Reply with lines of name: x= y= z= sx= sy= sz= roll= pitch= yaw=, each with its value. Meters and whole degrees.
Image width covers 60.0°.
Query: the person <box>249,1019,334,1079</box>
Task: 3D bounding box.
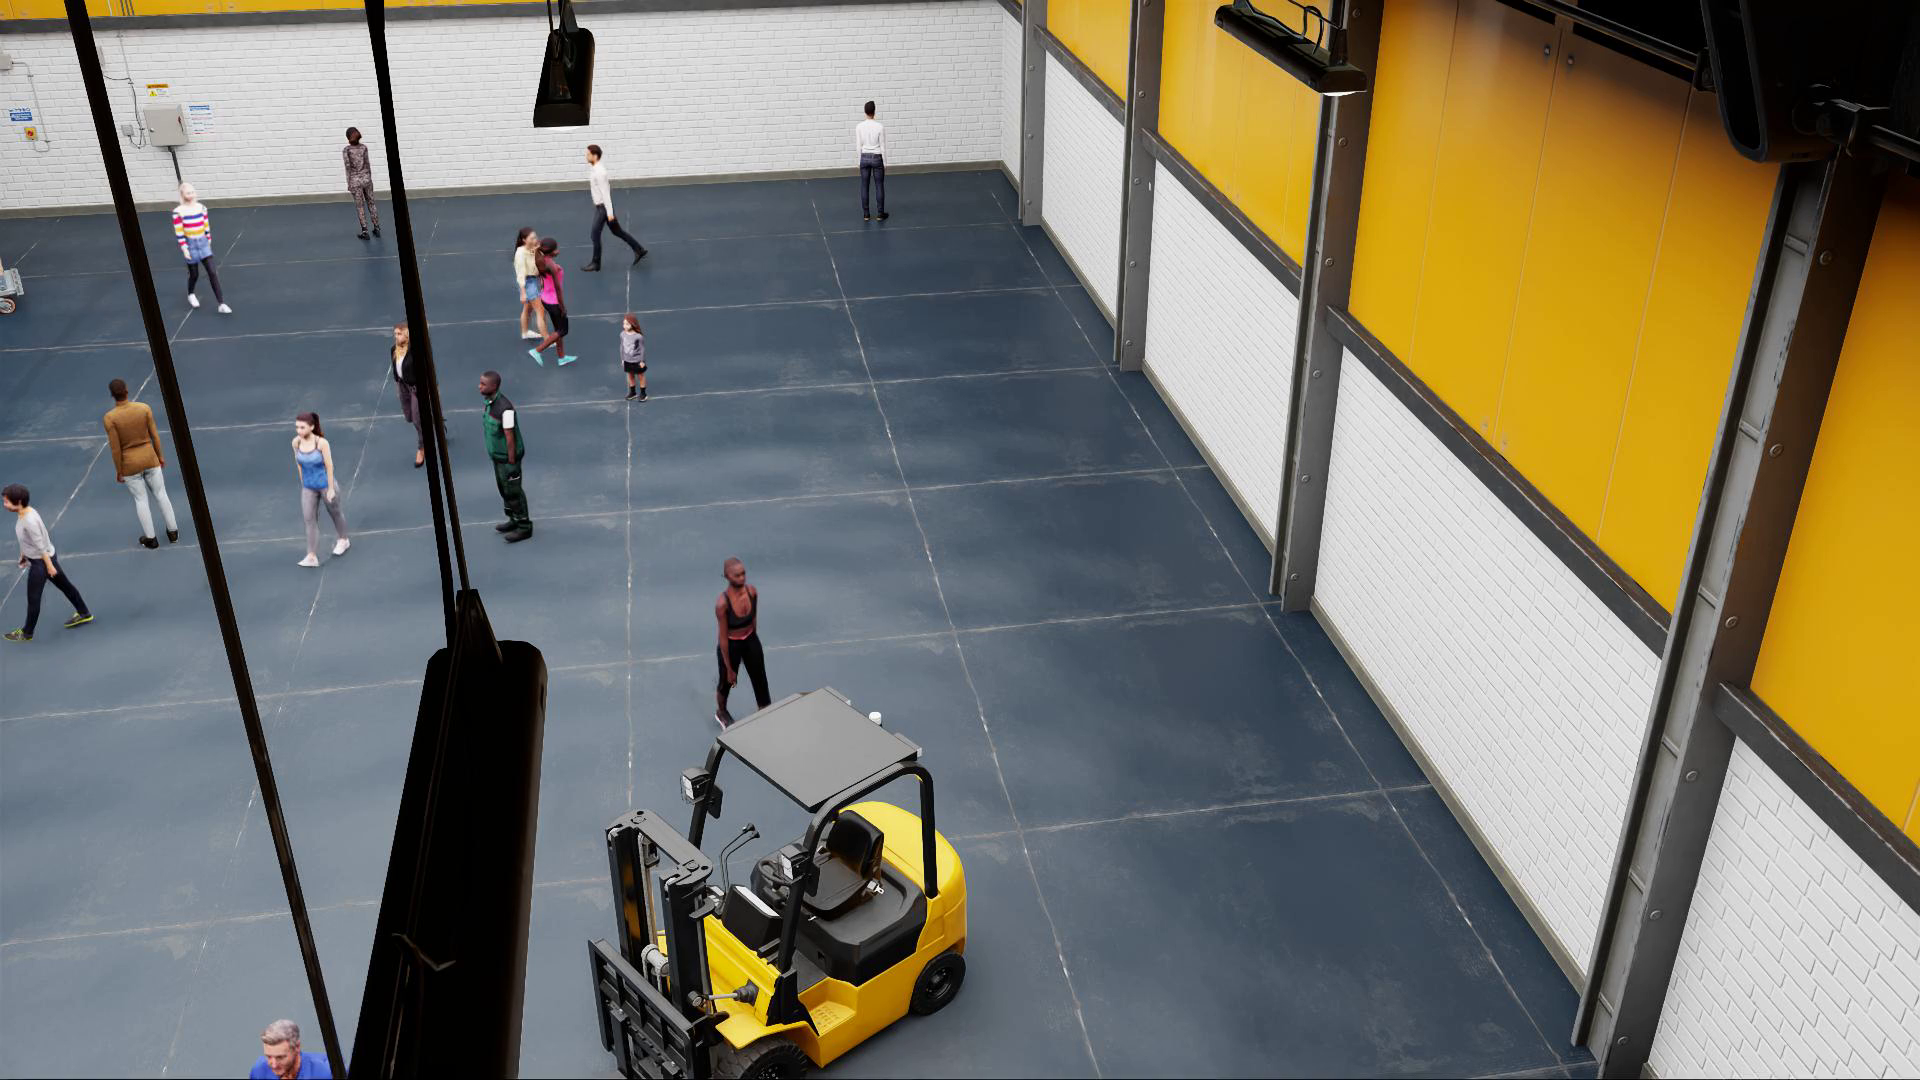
person: x=-3.546 y=3.304 z=9.238 sx=0.903 sy=1.801 sz=1.147 roll=2 pitch=29 yaw=4

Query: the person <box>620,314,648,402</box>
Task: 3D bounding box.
person: x=-3.938 y=-2.212 z=20.077 sx=0.534 sy=1.106 sz=0.558 roll=10 pitch=30 yaw=18

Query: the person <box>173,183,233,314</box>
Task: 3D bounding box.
person: x=-10.422 y=-3.958 z=22.583 sx=1.230 sy=1.770 sz=1.106 roll=23 pitch=36 yaw=36

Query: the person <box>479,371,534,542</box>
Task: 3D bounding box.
person: x=-4.600 y=-0.869 z=16.851 sx=0.823 sy=1.836 sz=0.688 roll=-18 pitch=34 yaw=-30

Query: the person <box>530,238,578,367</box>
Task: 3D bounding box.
person: x=-5.144 y=-2.925 z=20.754 sx=0.822 sy=1.709 sz=0.886 roll=-22 pitch=35 yaw=-34

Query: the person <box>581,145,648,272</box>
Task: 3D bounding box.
person: x=-5.037 y=-4.781 z=24.035 sx=0.821 sy=1.825 sz=1.179 roll=-8 pitch=30 yaw=-14

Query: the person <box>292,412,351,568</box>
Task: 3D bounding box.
person: x=-6.320 y=-0.551 z=16.532 sx=0.788 sy=1.583 sz=1.027 roll=5 pitch=29 yaw=9

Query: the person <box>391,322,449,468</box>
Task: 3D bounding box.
person: x=-6.003 y=-1.649 z=18.474 sx=0.869 sy=1.652 sz=0.998 roll=11 pitch=31 yaw=20

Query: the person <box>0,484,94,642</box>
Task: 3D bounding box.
person: x=-8.355 y=0.159 z=15.295 sx=0.861 sy=1.521 sz=0.989 roll=-17 pitch=33 yaw=-29

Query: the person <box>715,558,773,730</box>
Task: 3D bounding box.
person: x=-1.889 y=0.896 z=13.747 sx=1.021 sy=1.710 sz=1.233 roll=-24 pitch=37 yaw=-37

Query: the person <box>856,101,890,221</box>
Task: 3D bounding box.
person: x=-1.390 y=-5.963 z=26.157 sx=0.692 sy=1.868 sz=0.692 roll=4 pitch=29 yaw=8

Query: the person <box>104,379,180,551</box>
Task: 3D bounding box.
person: x=-8.231 y=-0.771 z=16.694 sx=0.721 sy=1.816 sz=0.733 roll=-24 pitch=37 yaw=-37

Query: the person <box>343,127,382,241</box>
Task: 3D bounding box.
person: x=-9.148 y=-5.457 z=25.390 sx=0.725 sy=1.714 sz=0.680 roll=24 pitch=37 yaw=37

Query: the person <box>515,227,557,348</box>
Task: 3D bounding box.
person: x=-5.614 y=-3.282 z=21.527 sx=0.929 sy=1.594 sz=0.958 roll=2 pitch=29 yaw=3
